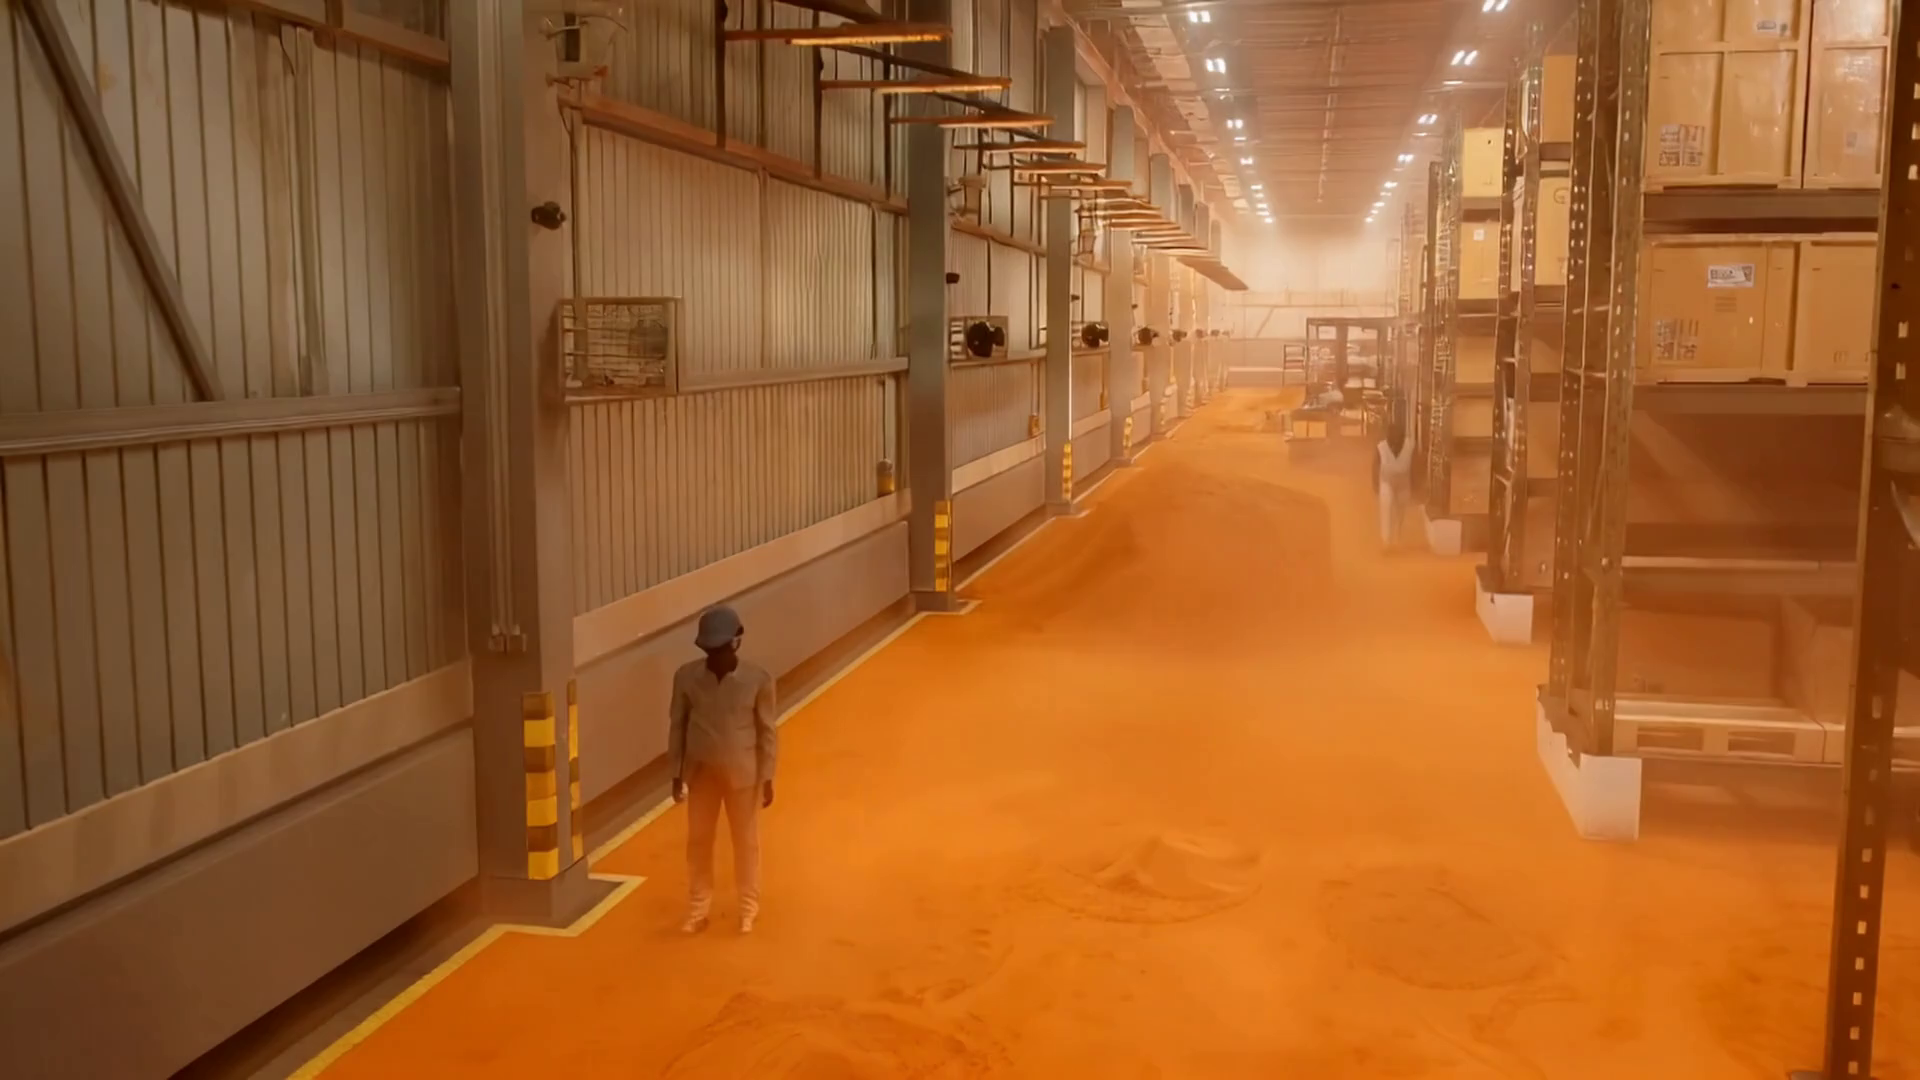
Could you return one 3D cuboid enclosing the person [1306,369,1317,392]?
[{"bbox_3d":[12.187,-4.996,57.480,0.567,1.850,0.389,-1,7,-9],"label":"person"}]

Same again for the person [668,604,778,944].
[{"bbox_3d":[-1.209,1.182,8.439,0.561,1.742,0.337,1,7,4],"label":"person"}]

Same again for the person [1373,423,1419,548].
[{"bbox_3d":[6.296,-0.788,24.032,0.620,1.795,0.964,1,7,9],"label":"person"}]
